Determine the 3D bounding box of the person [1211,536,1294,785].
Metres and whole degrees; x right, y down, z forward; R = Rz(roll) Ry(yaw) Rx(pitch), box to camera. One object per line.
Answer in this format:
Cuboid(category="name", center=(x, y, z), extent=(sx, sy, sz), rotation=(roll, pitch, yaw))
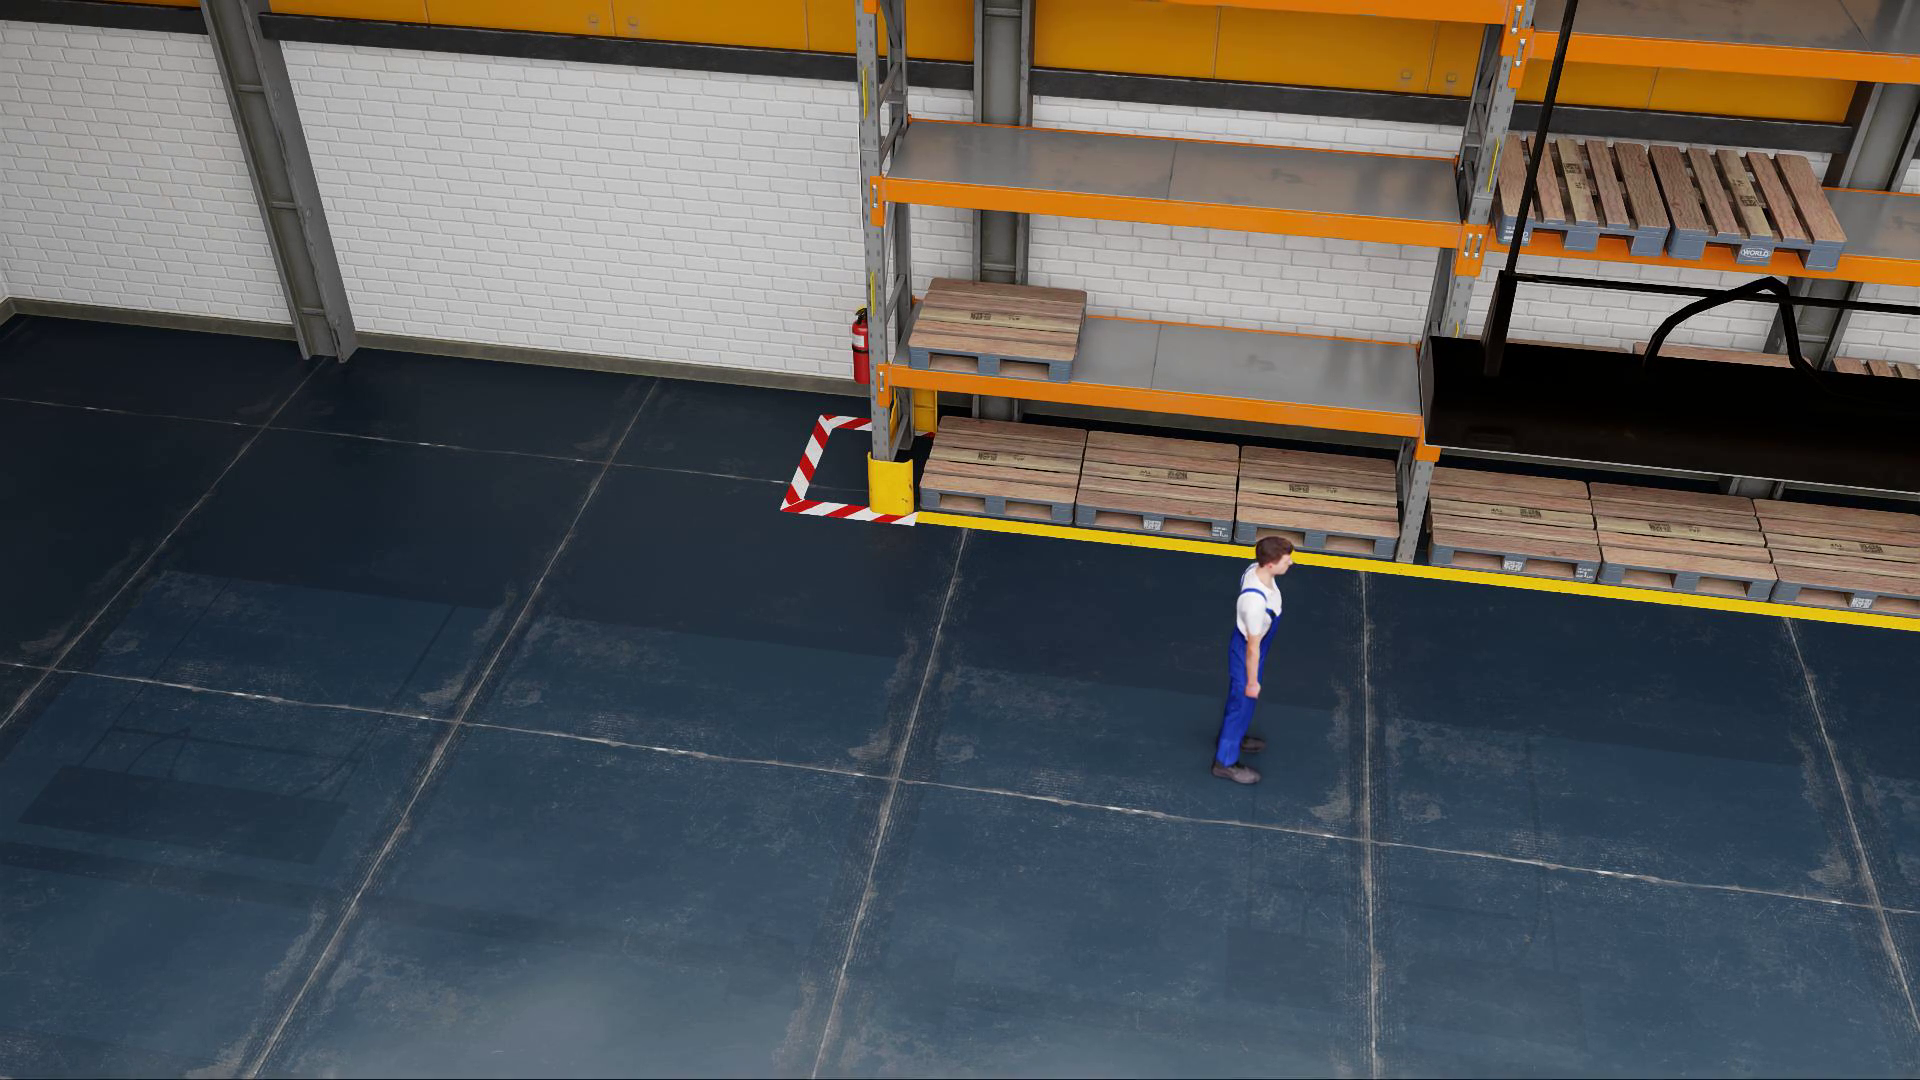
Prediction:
Cuboid(category="person", center=(1.790, 0.710, 10.310), extent=(0.555, 1.847, 0.626), rotation=(9, 39, 11))
